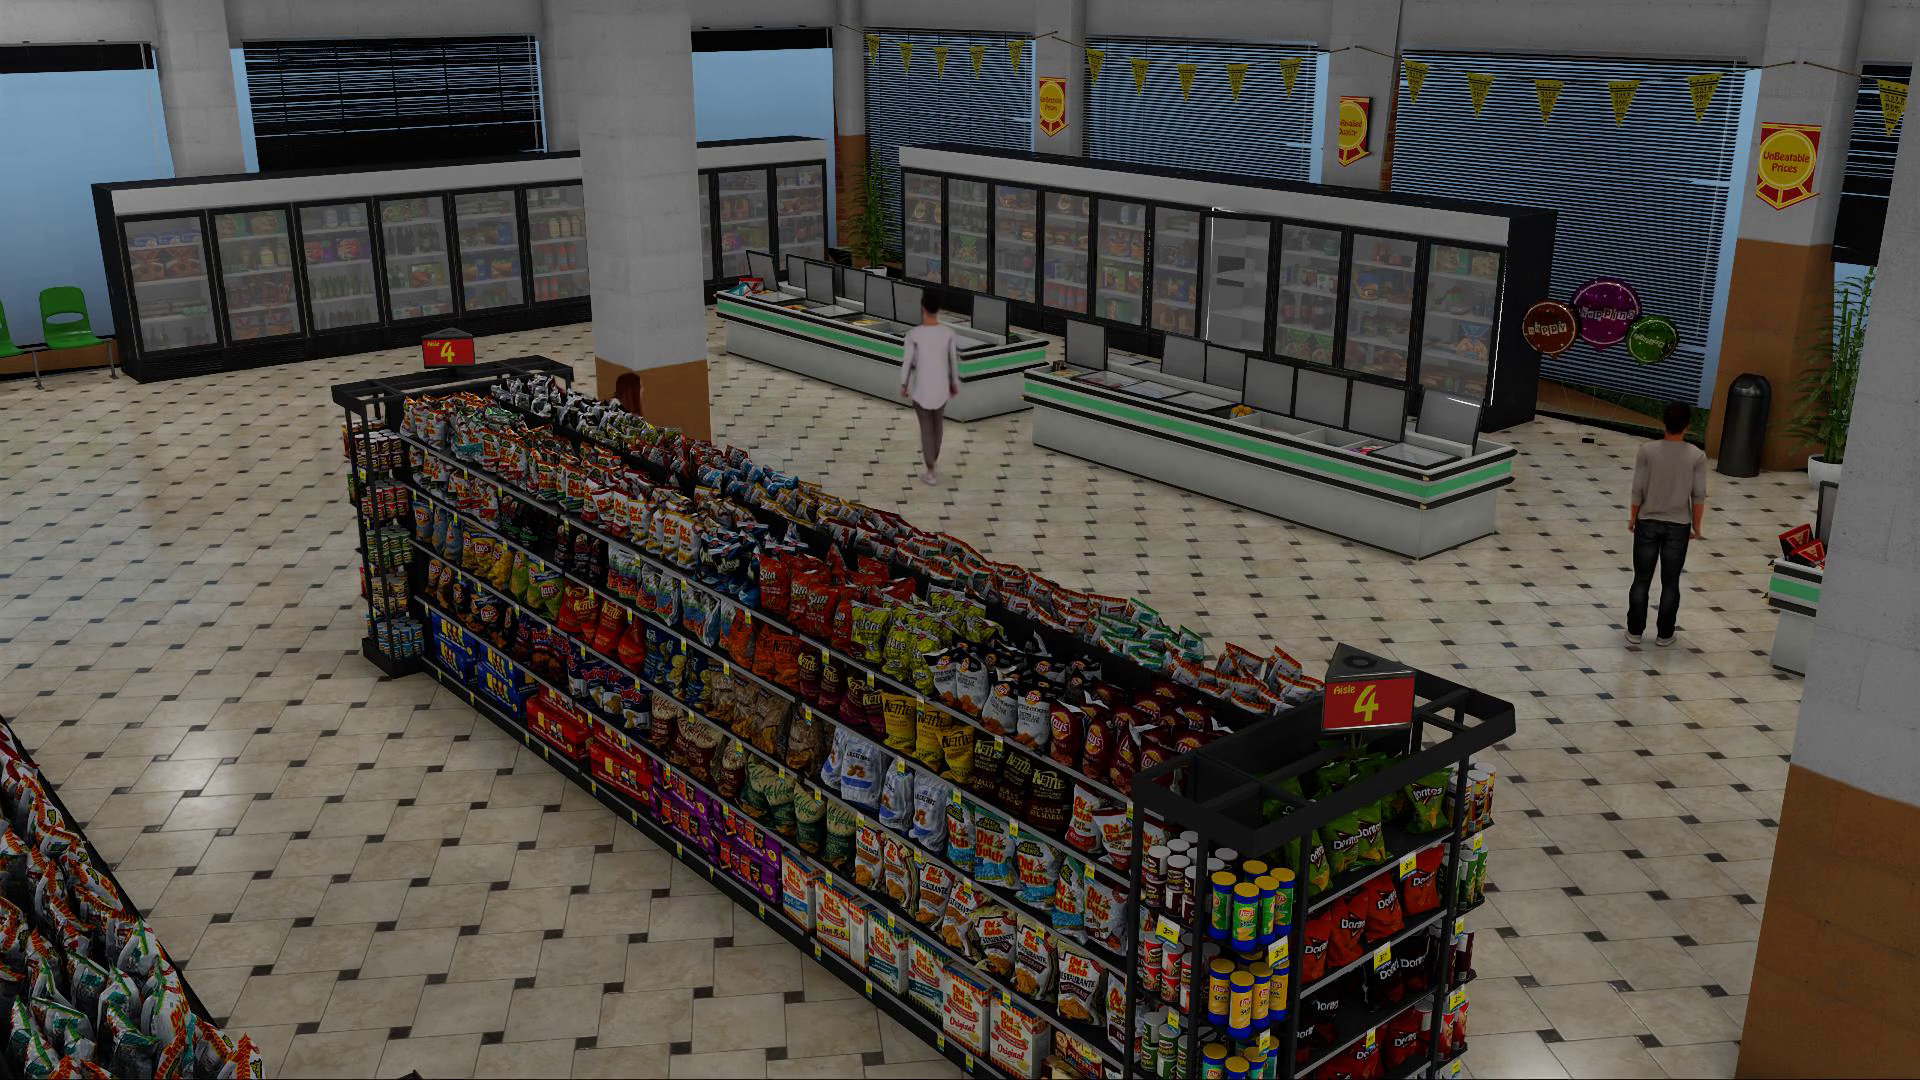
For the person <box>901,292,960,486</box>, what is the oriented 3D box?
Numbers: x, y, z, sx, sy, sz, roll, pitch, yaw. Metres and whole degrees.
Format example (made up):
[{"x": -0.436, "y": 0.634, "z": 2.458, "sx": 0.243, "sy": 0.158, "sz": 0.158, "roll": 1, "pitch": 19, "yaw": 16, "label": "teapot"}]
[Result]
[{"x": -0.259, "y": -1.430, "z": 15.869, "sx": 0.871, "sy": 1.821, "sz": 1.010, "roll": -7, "pitch": 20, "yaw": -19, "label": "person"}]

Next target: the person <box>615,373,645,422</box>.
[{"x": -2.650, "y": -0.446, "z": 13.161, "sx": 0.999, "sy": 1.688, "sz": 1.105, "roll": -4, "pitch": 19, "yaw": -11, "label": "person"}]

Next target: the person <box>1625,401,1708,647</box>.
[{"x": 5.076, "y": -0.118, "z": 11.993, "sx": 0.643, "sy": 1.812, "sz": 0.781, "roll": 8, "pitch": 20, "yaw": 23, "label": "person"}]
